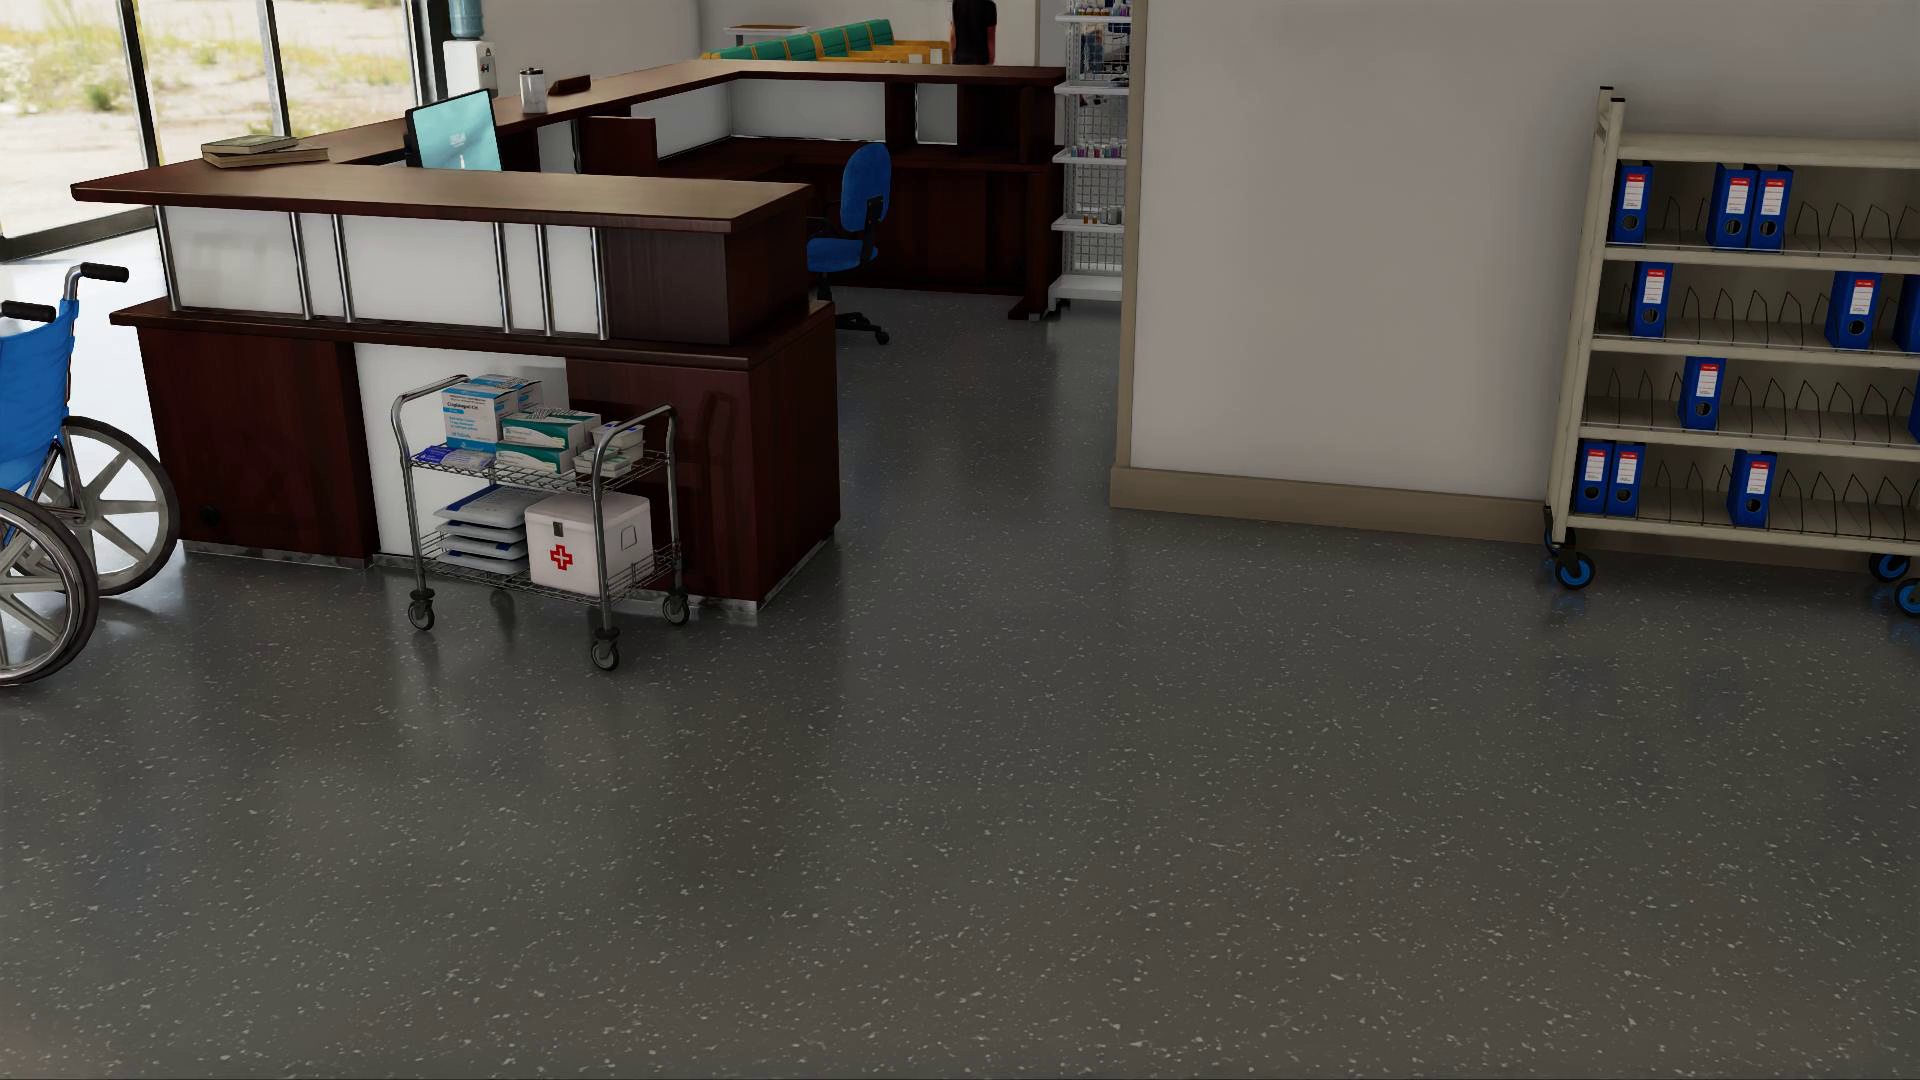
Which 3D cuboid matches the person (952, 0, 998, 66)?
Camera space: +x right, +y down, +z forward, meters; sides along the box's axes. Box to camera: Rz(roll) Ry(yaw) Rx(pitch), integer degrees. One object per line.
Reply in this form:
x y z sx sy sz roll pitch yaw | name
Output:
0.075 -4.281 14.959 1.045 1.771 0.714 7 22 19 | person

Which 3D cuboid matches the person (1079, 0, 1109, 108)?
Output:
1.435 -5.886 19.337 0.785 1.672 0.810 12 24 28 | person
